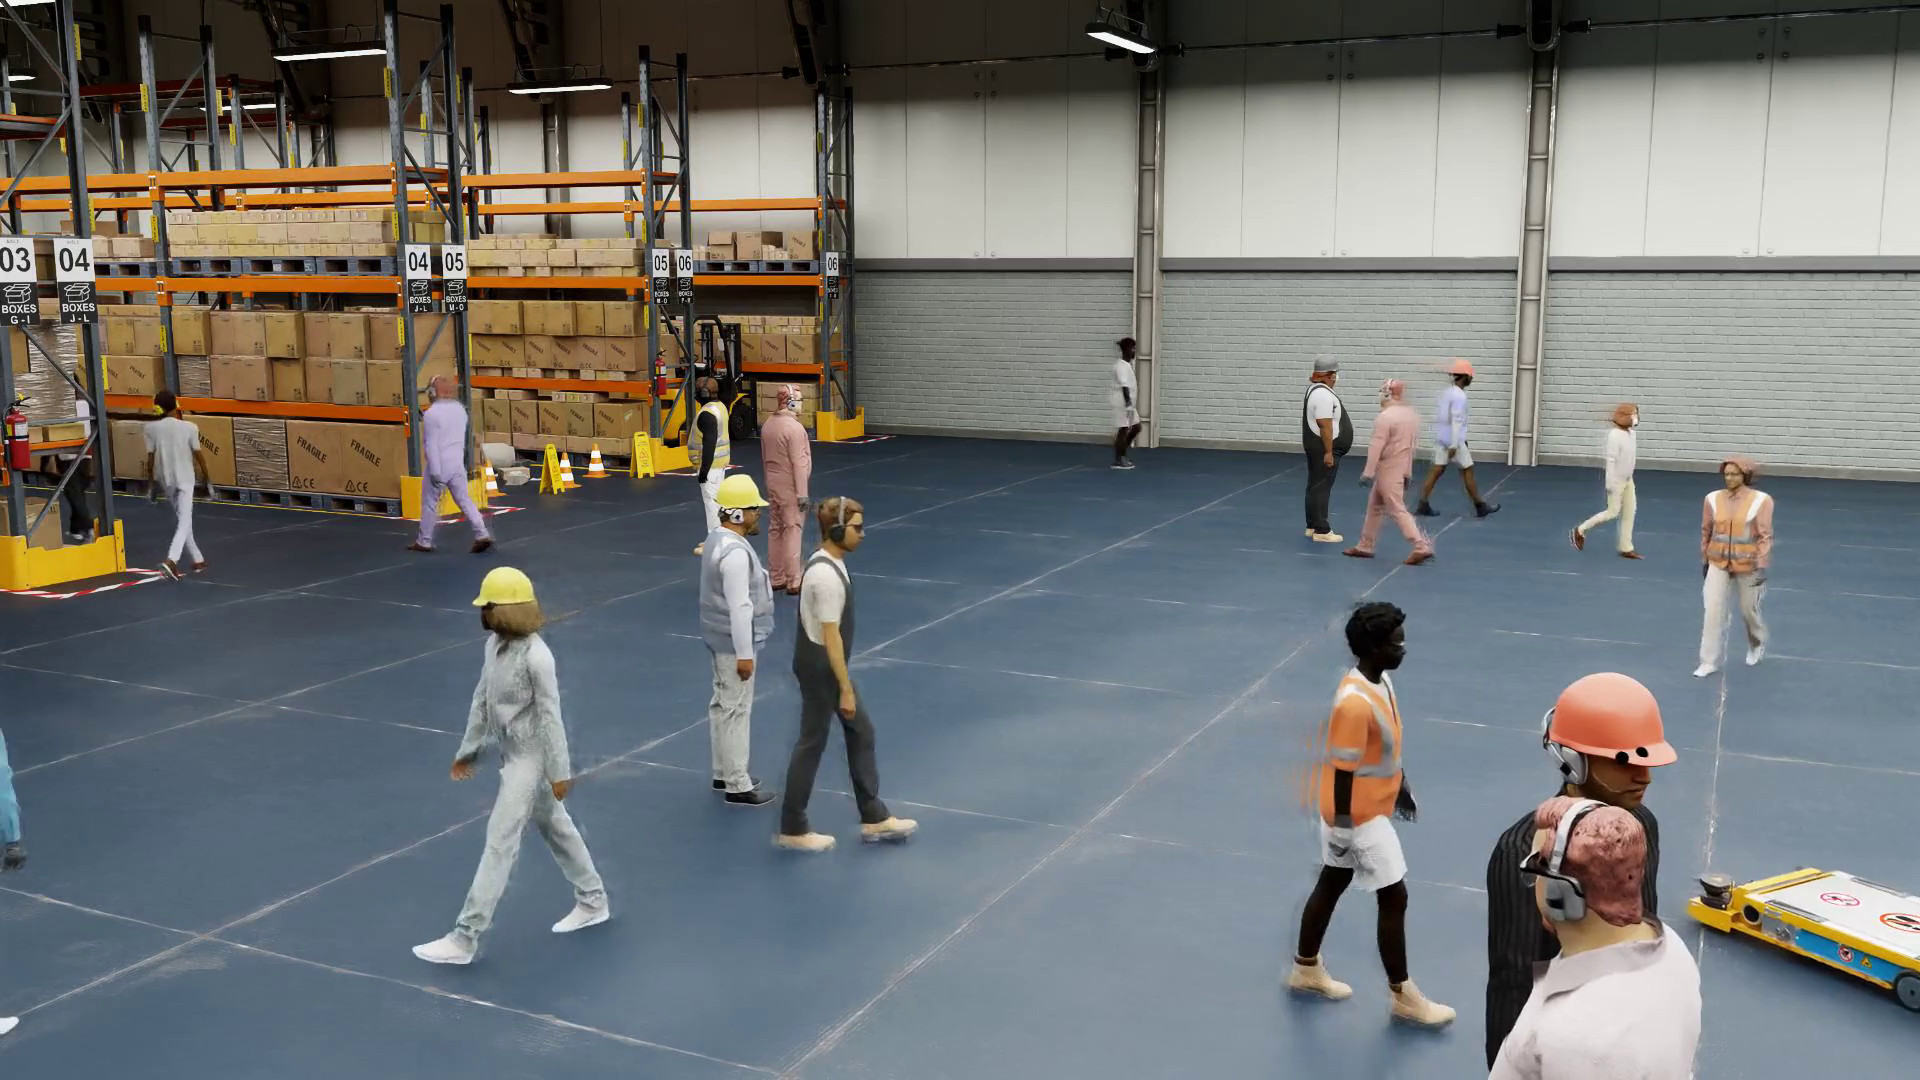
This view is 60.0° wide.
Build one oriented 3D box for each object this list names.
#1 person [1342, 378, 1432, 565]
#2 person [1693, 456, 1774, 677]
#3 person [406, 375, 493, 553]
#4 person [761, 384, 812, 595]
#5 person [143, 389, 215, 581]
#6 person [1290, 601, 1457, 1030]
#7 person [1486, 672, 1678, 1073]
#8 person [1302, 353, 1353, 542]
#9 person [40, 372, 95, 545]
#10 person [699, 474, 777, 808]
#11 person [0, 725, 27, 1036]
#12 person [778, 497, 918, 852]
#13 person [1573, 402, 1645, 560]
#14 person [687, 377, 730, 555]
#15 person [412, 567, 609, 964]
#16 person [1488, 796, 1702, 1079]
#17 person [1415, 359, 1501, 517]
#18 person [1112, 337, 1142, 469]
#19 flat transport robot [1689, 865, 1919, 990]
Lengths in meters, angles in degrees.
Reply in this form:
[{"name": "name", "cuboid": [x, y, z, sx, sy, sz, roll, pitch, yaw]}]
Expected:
[{"name": "person", "cuboid": [4.342, -0.693, 16.711, 0.955, 1.866, 0.642, 5, 11, 30]}, {"name": "person", "cuboid": [5.670, 0.178, 12.138, 0.518, 1.612, 0.734, 9, 13, 43]}, {"name": "person", "cuboid": [-5.313, -0.779, 17.253, 0.987, 1.868, 0.646, 4, 10, 23]}, {"name": "person", "cuboid": [-1.545, -0.459, 15.137, 0.400, 1.910, 0.643, -6, 11, -33]}, {"name": "person", "cuboid": [-7.488, -0.534, 15.902, 0.571, 1.817, 0.938, -1, 9, -4]}, {"name": "person", "cuboid": [1.662, 1.065, 6.520, 0.769, 1.668, 0.550, 3, 10, 17]}, {"name": "person", "cuboid": [1.529, 1.294, 4.117, 0.621, 1.991, 0.397, -7, 12, -37]}, {"name": "person", "cuboid": [3.998, -1.007, 18.089, 0.537, 2.000, 0.683, 0, 9, 0]}, {"name": "person", "cuboid": [-9.505, -0.885, 17.870, 0.984, 1.874, 0.588, 8, 12, 39]}, {"name": "person", "cuboid": [-1.227, 0.548, 9.185, 0.404, 1.833, 0.591, -3, 10, -19]}, {"name": "person", "cuboid": [-3.782, 1.121, 6.304, 0.537, 1.623, 0.381, 3, 10, 18]}, {"name": "person", "cuboid": [-0.547, 0.689, 8.388, 0.846, 1.805, 0.555, 0, 9, -2]}, {"name": "person", "cuboid": [6.670, -0.611, 16.985, 0.507, 1.615, 0.645, -9, 13, -43]}, {"name": "person", "cuboid": [-2.606, -0.771, 17.249, 0.430, 1.845, 0.620, 0, 9, 3]}, {"name": "person", "cuboid": [-1.924, 0.950, 7.157, 0.918, 1.693, 0.484, -6, 11, -34]}, {"name": "person", "cuboid": [1.254, 1.455, 3.421, 0.402, 1.904, 0.638, 6, 11, 33]}, {"name": "person", "cuboid": [5.909, -1.194, 19.717, 1.016, 1.883, 0.563, -1, 9, -4]}, {"name": "person", "cuboid": [2.461, -2.008, 24.502, 0.436, 1.949, 0.614, 3, 10, 16]}, {"name": "flat transport robot", "cuboid": [3.912, 1.680, 7.022, 0.652, 0.197, 1.431, -5, 11, -28]}]
